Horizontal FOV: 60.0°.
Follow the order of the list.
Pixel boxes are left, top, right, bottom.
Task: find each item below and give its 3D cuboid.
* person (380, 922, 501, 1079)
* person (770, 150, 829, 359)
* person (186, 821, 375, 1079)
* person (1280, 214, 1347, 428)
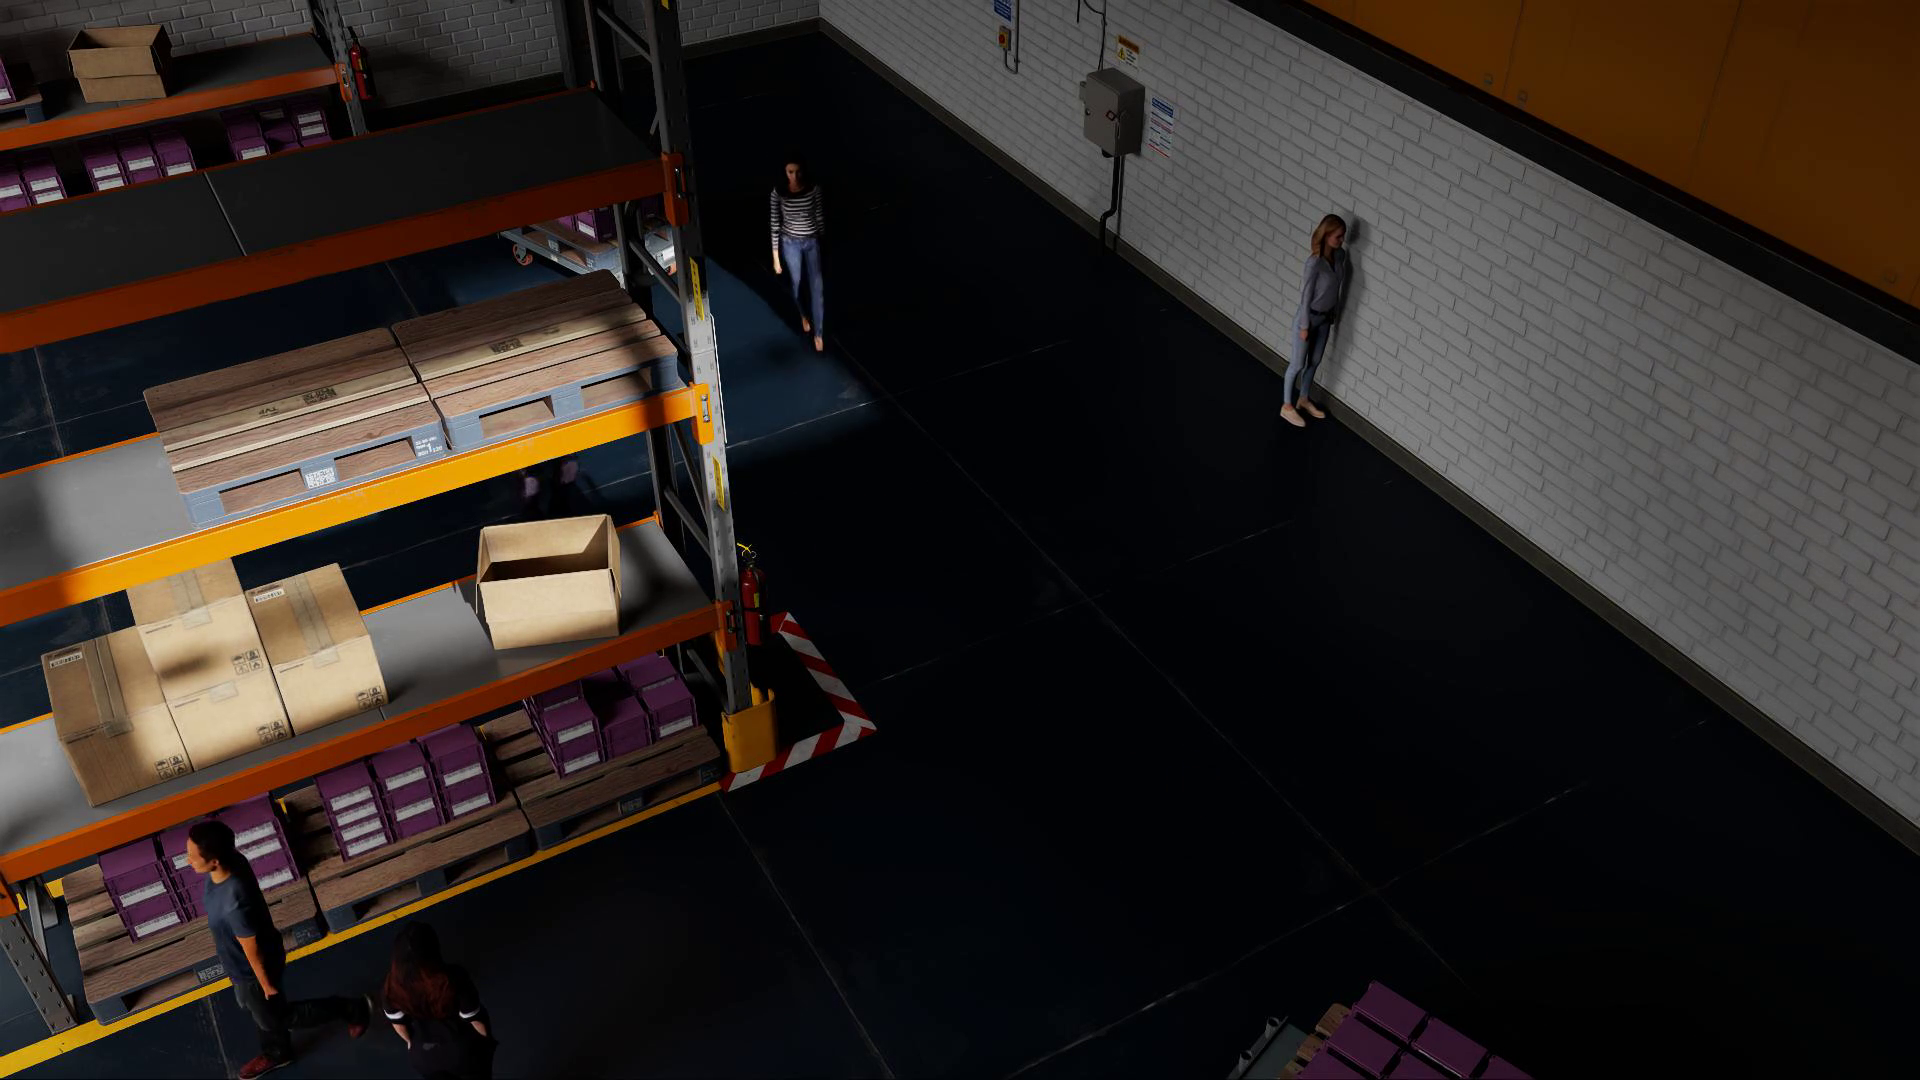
[{"bbox_3d":[-2.425,2.386,7.882,0.675,1.639,0.767,0,39,0],"label":"person"},{"bbox_3d":[-1.333,-2.448,13.832,0.893,1.767,0.856,-7,39,-9],"label":"person"},{"bbox_3d":[-3.410,2.015,8.222,0.929,1.794,0.646,-20,43,-23],"label":"person"},{"bbox_3d":[2.743,-1.711,12.887,0.501,1.795,0.677,-27,46,-30],"label":"person"}]
